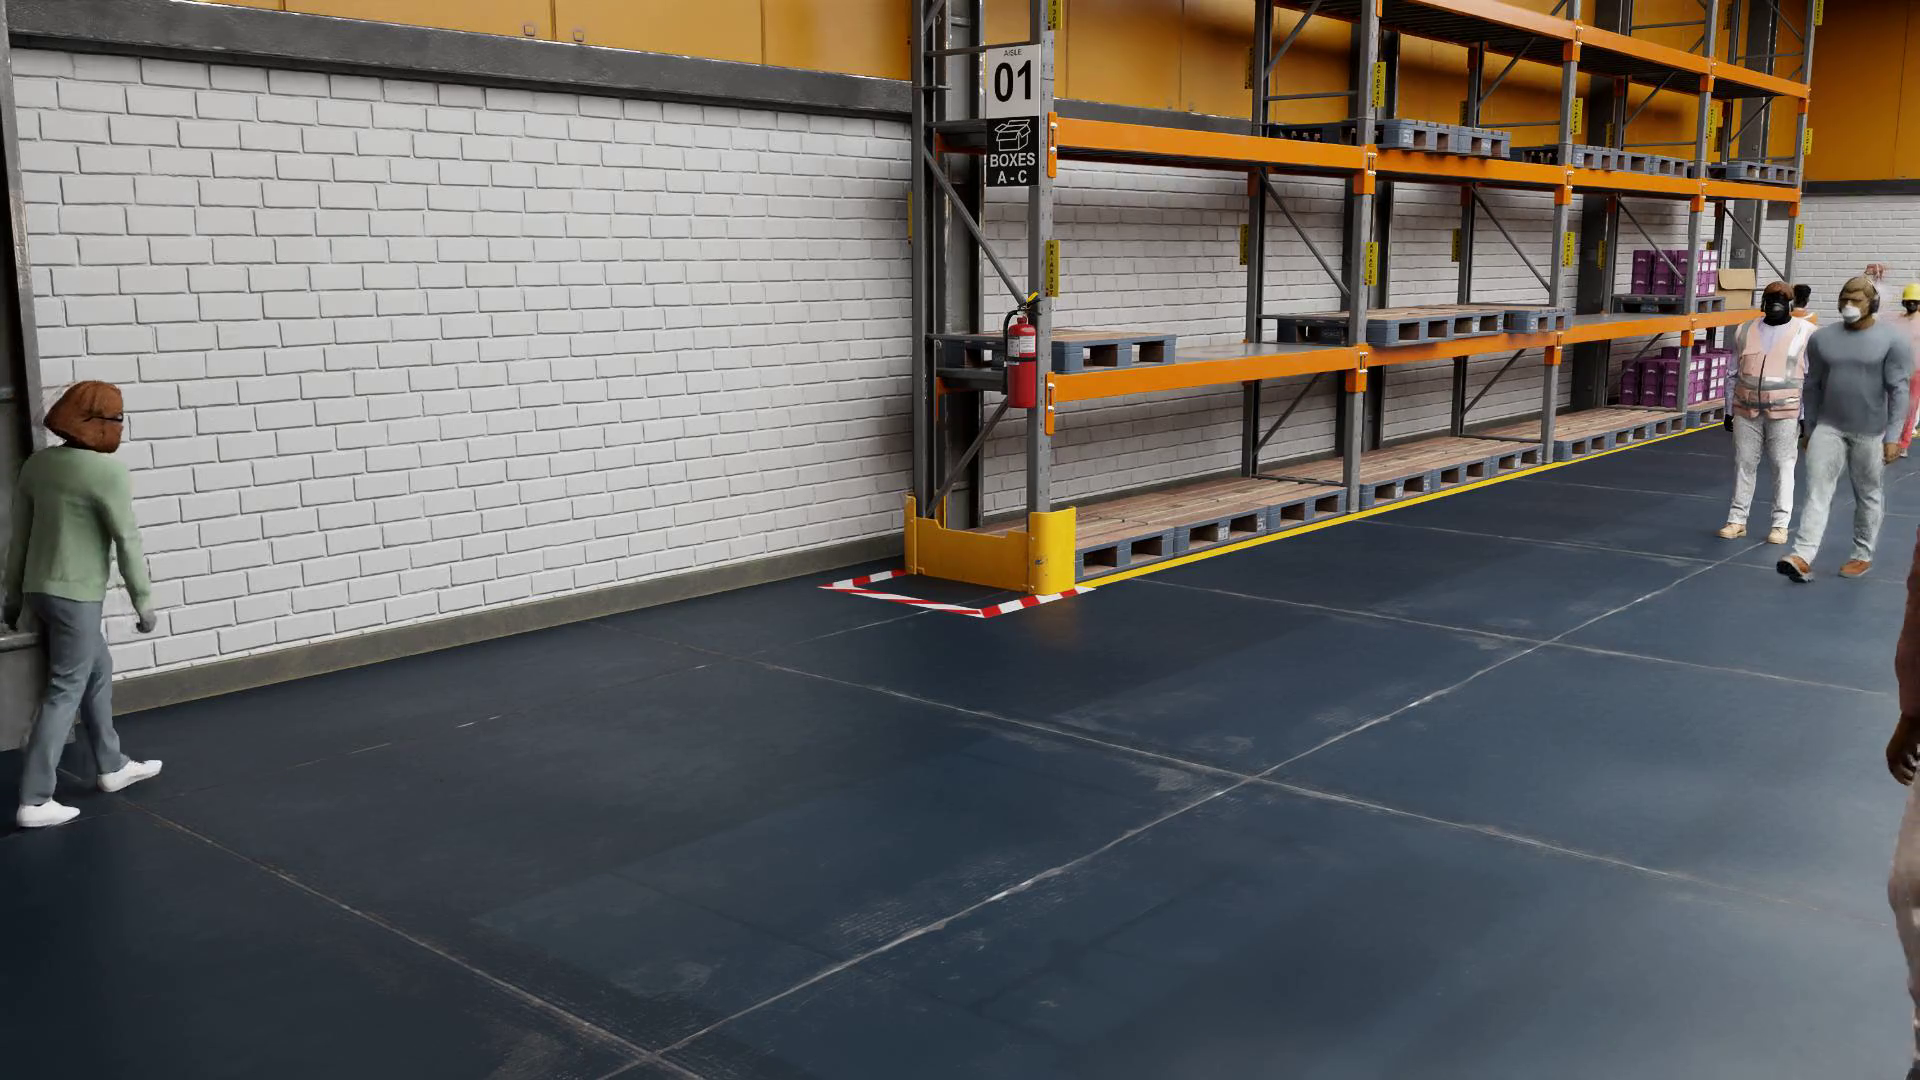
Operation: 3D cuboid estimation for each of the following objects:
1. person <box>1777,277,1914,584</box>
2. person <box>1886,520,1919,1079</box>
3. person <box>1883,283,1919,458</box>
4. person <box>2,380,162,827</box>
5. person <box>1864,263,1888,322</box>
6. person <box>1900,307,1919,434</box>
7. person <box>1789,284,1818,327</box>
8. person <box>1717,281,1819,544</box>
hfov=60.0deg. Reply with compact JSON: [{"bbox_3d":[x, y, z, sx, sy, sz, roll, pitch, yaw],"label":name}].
[{"bbox_3d":[5.445,-0.657,10.240,0.985,1.888,0.655,-9,13,-40],"label":"person"},{"bbox_3d":[2.378,0.444,3.712,0.517,1.980,0.644,-8,13,-39],"label":"person"},{"bbox_3d":[9.535,-1.722,16.759,0.534,1.736,0.821,6,12,32],"label":"person"},{"bbox_3d":[-3.213,0.219,6.101,0.522,1.590,0.758,5,11,27],"label":"person"},{"bbox_3d":[12.708,-2.919,23.183,0.837,1.875,0.650,7,12,34],"label":"person"},{"bbox_3d":[10.618,-1.960,18.442,0.518,1.619,0.581,3,10,18],"label":"person"},{"bbox_3d":[9.412,-2.044,18.754,0.355,1.678,0.534,-7,12,-34],"label":"person"},{"bbox_3d":[5.716,-0.901,11.774,0.628,1.846,0.429,9,14,42],"label":"person"}]
